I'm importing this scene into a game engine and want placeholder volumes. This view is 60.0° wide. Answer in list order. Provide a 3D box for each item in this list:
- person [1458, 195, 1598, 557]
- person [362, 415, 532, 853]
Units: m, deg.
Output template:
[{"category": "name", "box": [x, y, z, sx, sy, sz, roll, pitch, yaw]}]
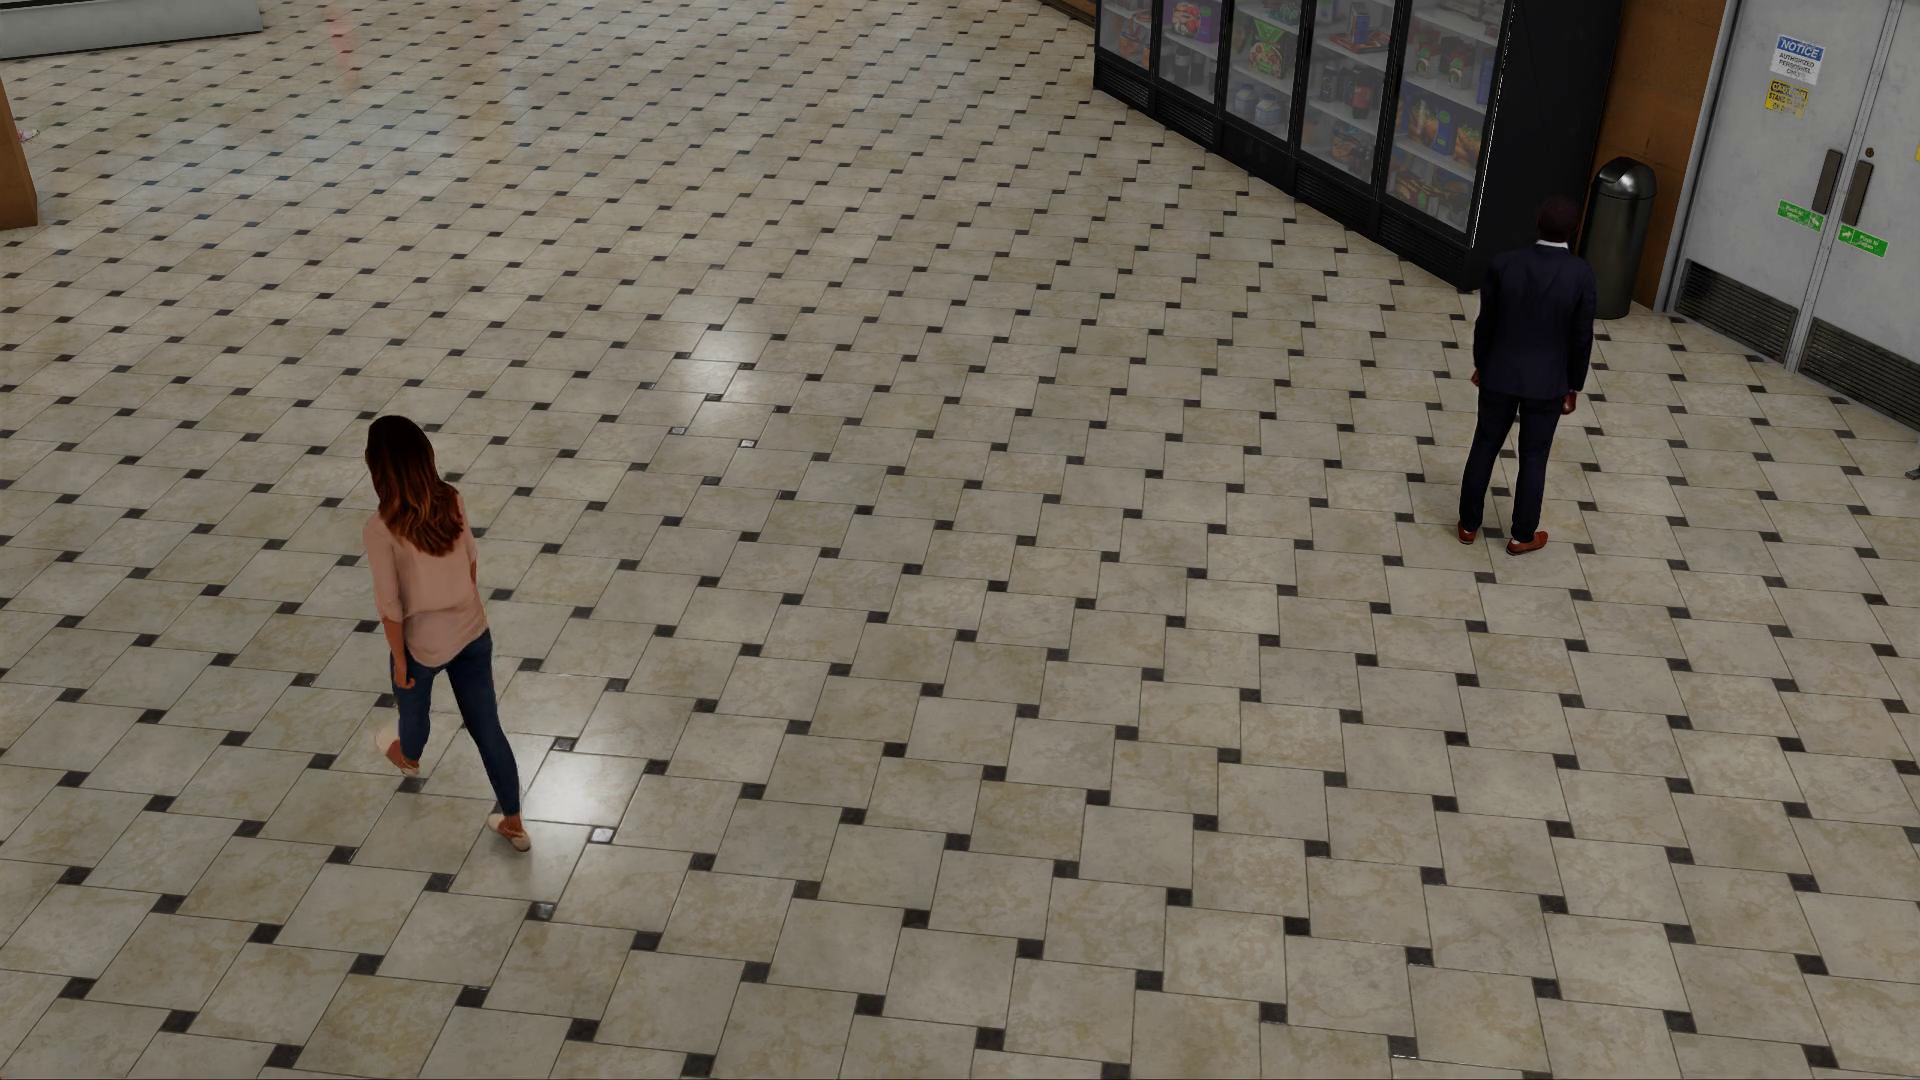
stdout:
[{"category": "person", "box": [2.685, -0.764, 7.896, 0.792, 1.822, 0.798, 19, 37, 28]}, {"category": "person", "box": [-1.839, 0.411, 6.082, 0.940, 1.744, 1.137, 27, 41, 36]}]
